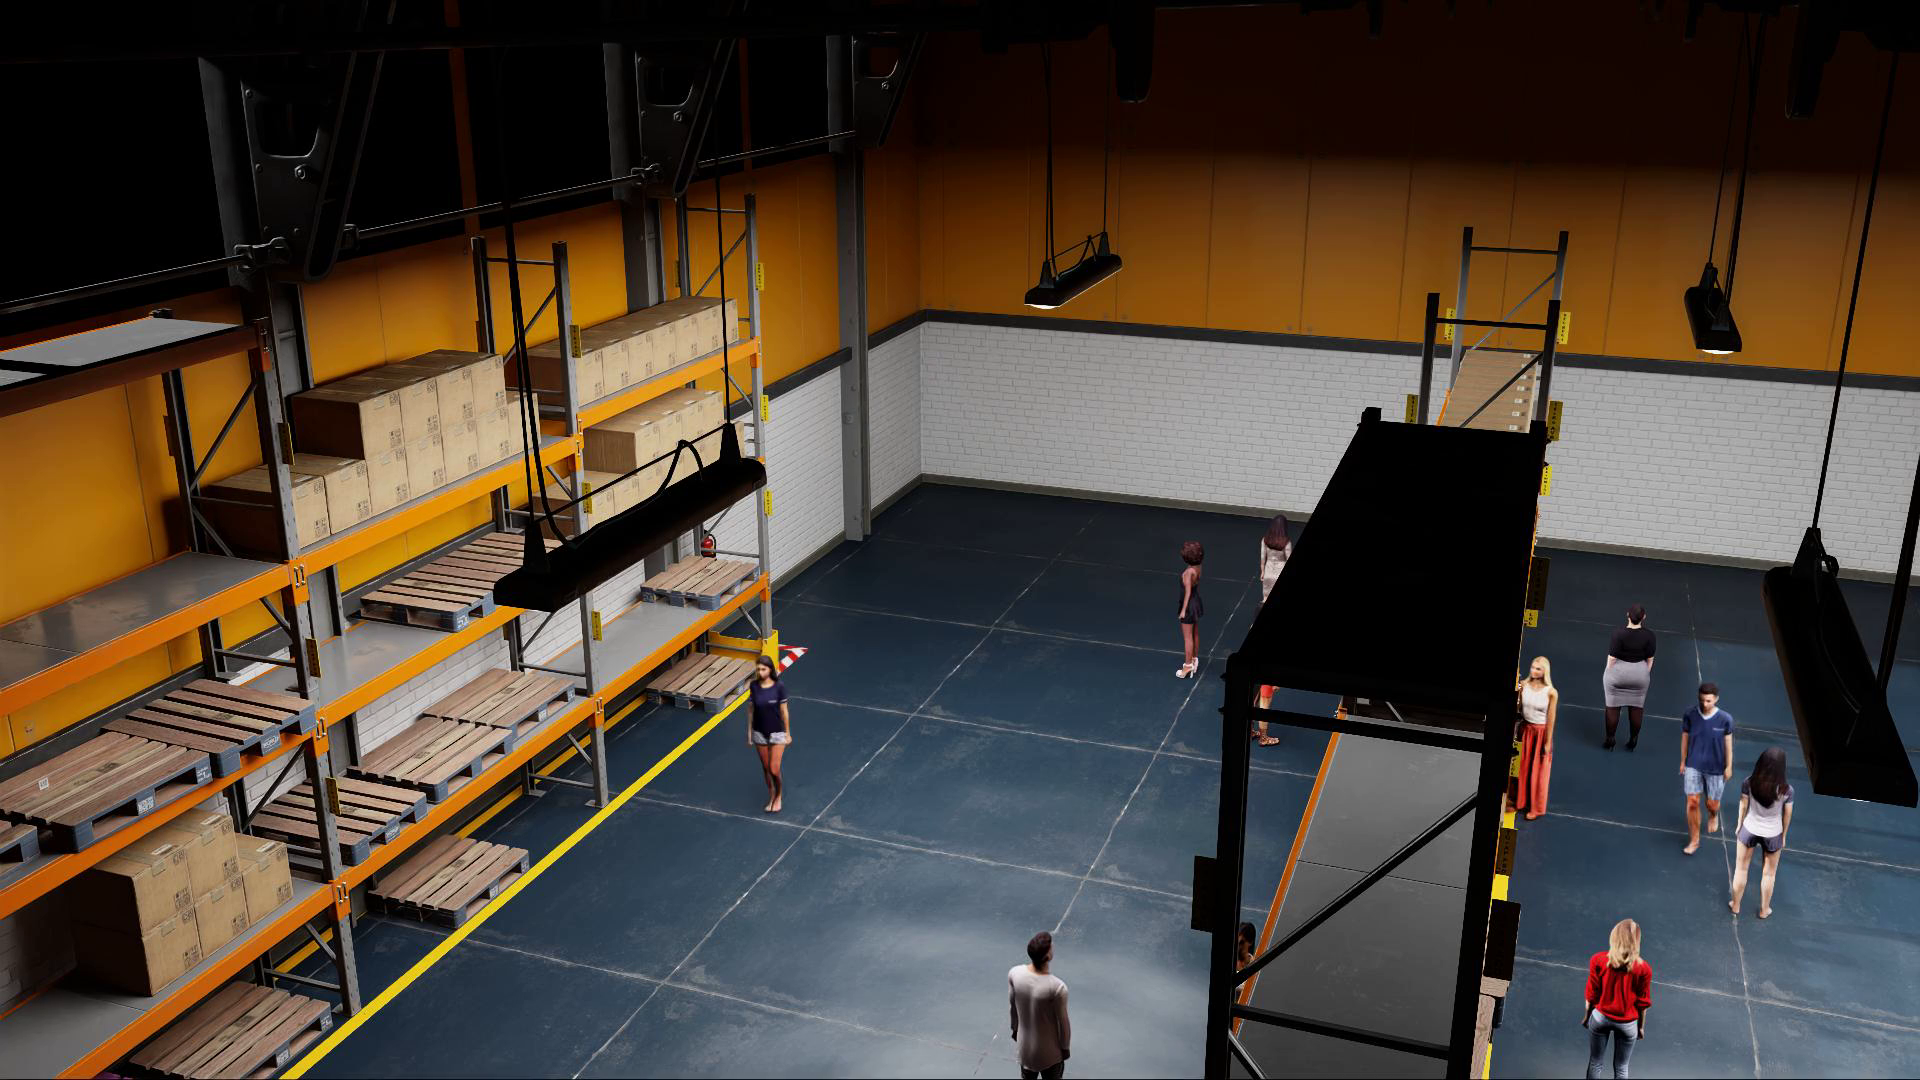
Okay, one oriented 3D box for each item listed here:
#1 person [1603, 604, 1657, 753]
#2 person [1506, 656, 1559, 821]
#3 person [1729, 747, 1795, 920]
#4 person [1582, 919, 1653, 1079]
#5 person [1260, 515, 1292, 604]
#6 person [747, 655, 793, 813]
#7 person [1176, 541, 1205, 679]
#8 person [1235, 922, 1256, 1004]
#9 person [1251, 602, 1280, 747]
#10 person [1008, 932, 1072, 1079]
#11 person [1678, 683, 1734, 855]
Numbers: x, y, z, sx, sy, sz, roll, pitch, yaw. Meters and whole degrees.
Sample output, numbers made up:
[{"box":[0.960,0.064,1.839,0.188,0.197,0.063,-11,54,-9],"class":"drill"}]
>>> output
[{"box":[7.561,1.557,18.830,0.731,1.759,0.696,2,19,6],"class":"person"},{"box":[5.986,2.041,17.327,0.699,1.800,0.712,16,24,39],"class":"person"},{"box":[7.460,2.710,15.491,0.618,1.705,0.559,10,21,27],"class":"person"},{"box":[4.979,3.661,12.671,0.627,1.703,0.507,8,20,21],"class":"person"},{"box":[4.178,0.501,21.984,0.643,1.746,0.591,12,22,32],"class":"person"},{"box":[-1.967,2.008,17.498,0.621,1.754,0.620,5,19,15],"class":"person"},{"box":[2.895,0.858,20.858,0.649,1.789,0.509,9,21,26],"class":"person"},{"box":[2.119,3.662,12.754,0.567,1.647,0.532,8,20,21],"class":"person"},{"box":[3.456,1.520,19.001,0.711,1.719,0.672,-11,22,-30],"class":"person"},{"box":[0.595,3.708,12.315,0.718,1.840,0.649,12,22,32],"class":"person"},{"box":[7.506,2.244,16.700,0.830,1.817,0.994,11,22,30],"class":"person"}]
